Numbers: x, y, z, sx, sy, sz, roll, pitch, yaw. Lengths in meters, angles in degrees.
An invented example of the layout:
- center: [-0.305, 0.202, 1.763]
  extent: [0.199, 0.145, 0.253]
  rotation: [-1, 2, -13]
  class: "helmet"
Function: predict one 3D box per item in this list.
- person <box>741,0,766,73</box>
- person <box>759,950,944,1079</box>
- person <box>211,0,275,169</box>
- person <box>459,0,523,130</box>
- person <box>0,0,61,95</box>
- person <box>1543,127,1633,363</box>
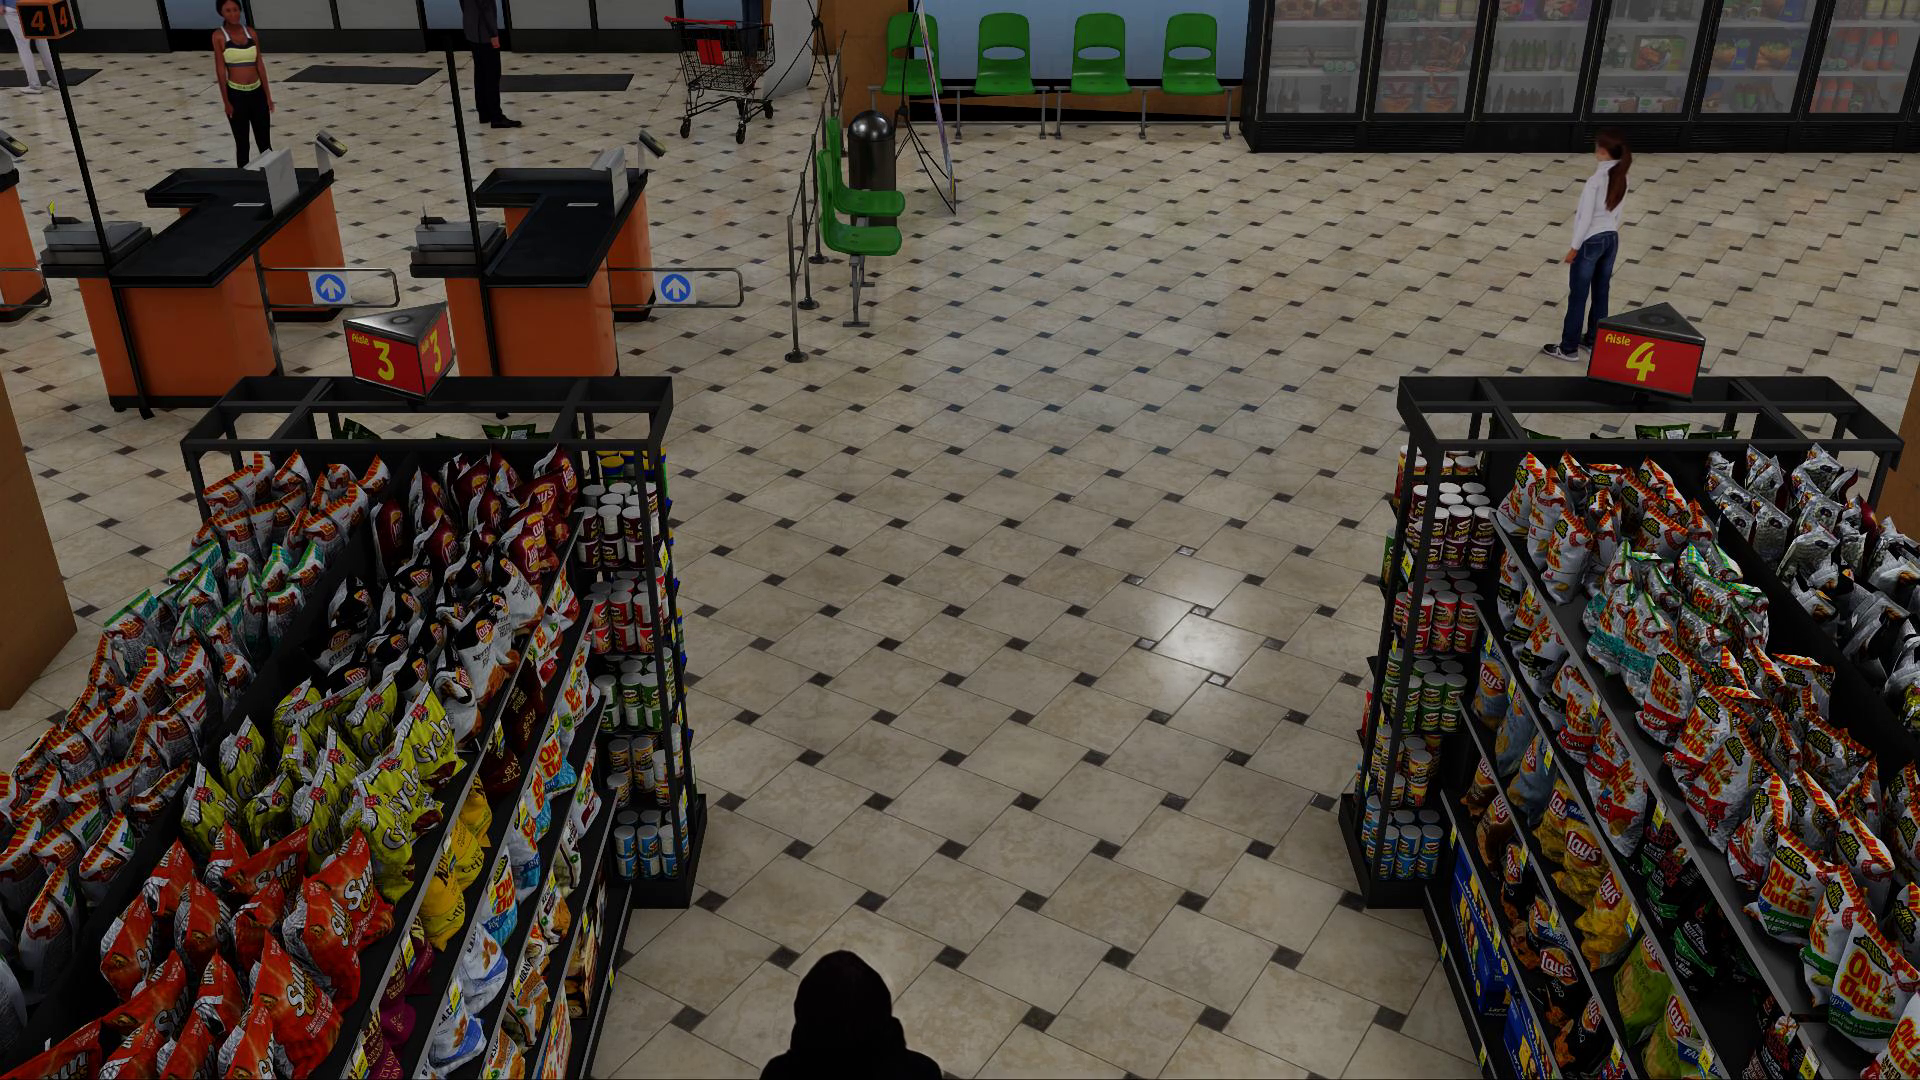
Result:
- center: [-2.320, -6.105, 18.361]
  extent: [0.734, 1.791, 0.621]
  rotation: [-16, 32, -26]
  class: "person"
- center: [-0.257, 1.710, 4.229]
  extent: [0.677, 1.616, 0.660]
  rotation: [-4, 29, -7]
  class: "person"
- center: [-6.010, -3.699, 13.991]
  extent: [0.639, 1.755, 0.693]
  rotation: [-24, 37, -36]
  class: "person"
- center: [-4.667, -4.987, 16.260]
  extent: [0.860, 1.842, 0.772]
  rotation: [-21, 35, -33]
  class: "person"
- center: [-9.858, -5.655, 17.435]
  extent: [0.803, 1.888, 0.697]
  rotation: [17, 33, 28]
  class: "person"
- center: [4.206, -1.956, 11.003]
  extent: [0.619, 1.560, 0.648]
  rotation: [-14, 32, -24]
  class: "person"
